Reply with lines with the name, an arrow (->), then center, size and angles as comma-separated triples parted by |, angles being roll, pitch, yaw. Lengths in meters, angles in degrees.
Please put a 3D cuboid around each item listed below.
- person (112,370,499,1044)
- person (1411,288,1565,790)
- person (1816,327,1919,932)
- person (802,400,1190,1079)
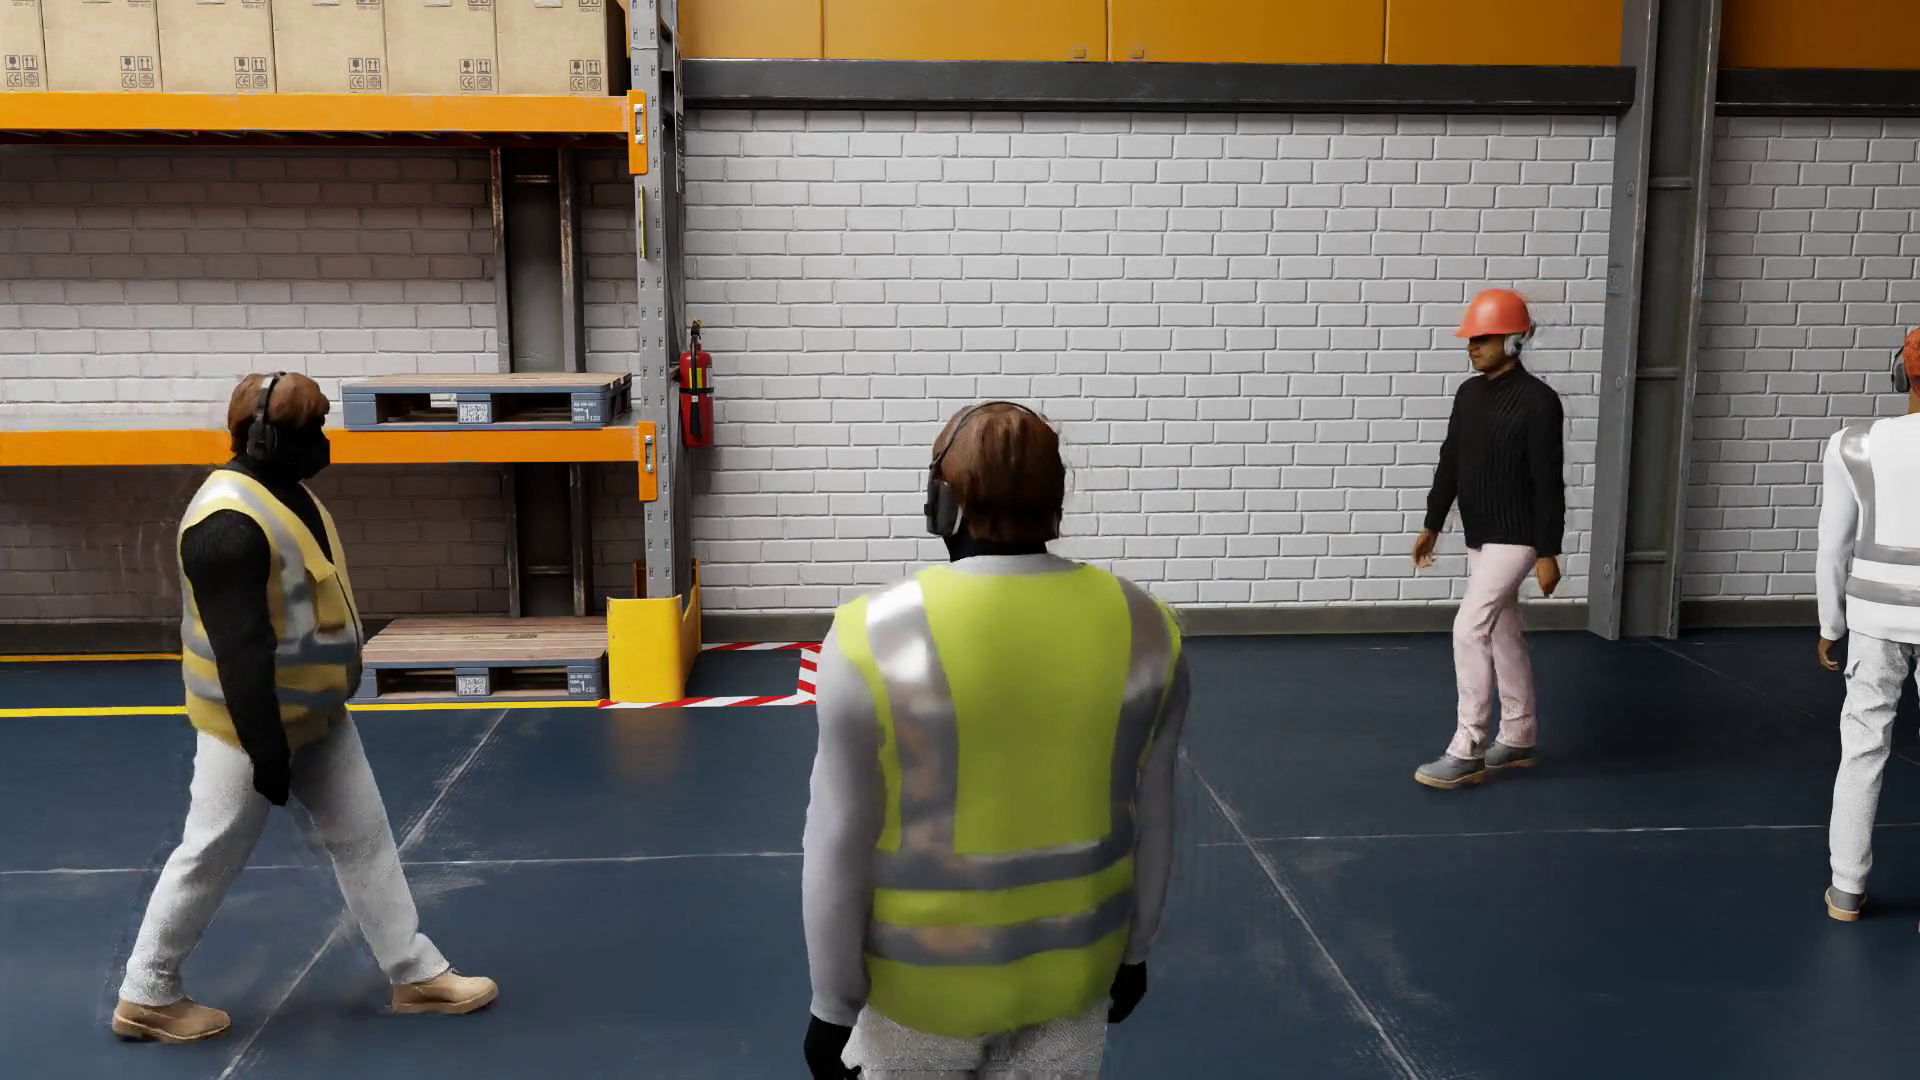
person -> -1.802, 0.450, 4.359 | 0.976, 1.787, 0.633 | 0, 9, -2
person -> 2.051, -0.005, 6.638 | 0.796, 1.965, 0.643 | -2, 9, -10
person -> 2.940, 0.277, 5.116 | 0.575, 1.882, 0.355 | 7, 11, 36
person -> 0.051, 0.688, 2.713 | 0.654, 1.826, 0.452 | -4, 10, -22
